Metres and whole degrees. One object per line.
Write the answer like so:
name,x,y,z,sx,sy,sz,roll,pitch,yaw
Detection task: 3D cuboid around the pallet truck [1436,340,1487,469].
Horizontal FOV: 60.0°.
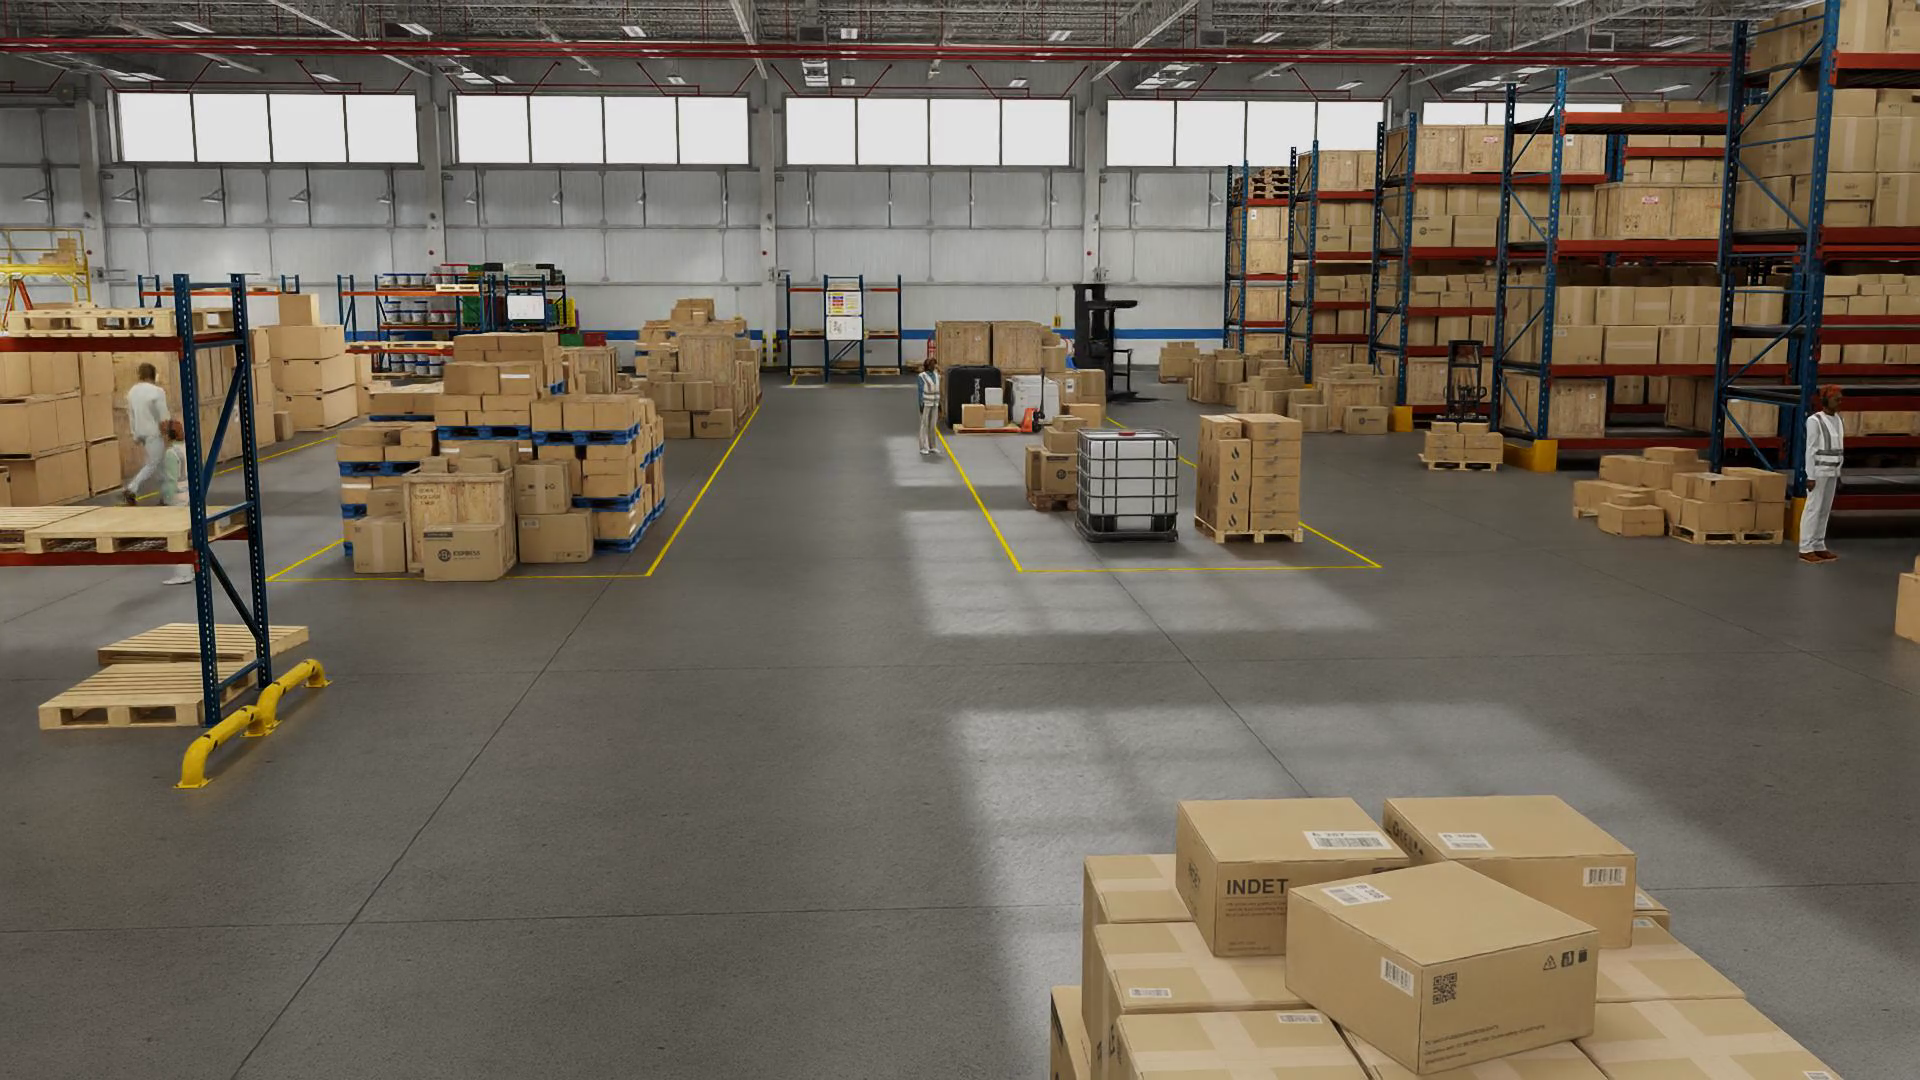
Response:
pallet truck,8.004,-2.170,26.422,0.823,1.965,1.885,2,9,14

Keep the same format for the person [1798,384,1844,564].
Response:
person,9.088,-0.692,17.495,0.586,1.882,0.340,-6,11,-34

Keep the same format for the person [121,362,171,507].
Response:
person,-10.564,-1.357,21.601,0.632,1.911,0.854,5,11,31

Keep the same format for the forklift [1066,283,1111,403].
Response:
forklift,3.052,-4.711,39.612,1.873,2.768,1.129,7,11,37

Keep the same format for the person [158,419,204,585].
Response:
person,-7.642,-0.361,16.295,0.317,1.640,0.539,-1,9,-6

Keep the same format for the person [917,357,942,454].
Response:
person,-0.517,-2.274,28.192,0.308,1.640,0.511,8,12,43
